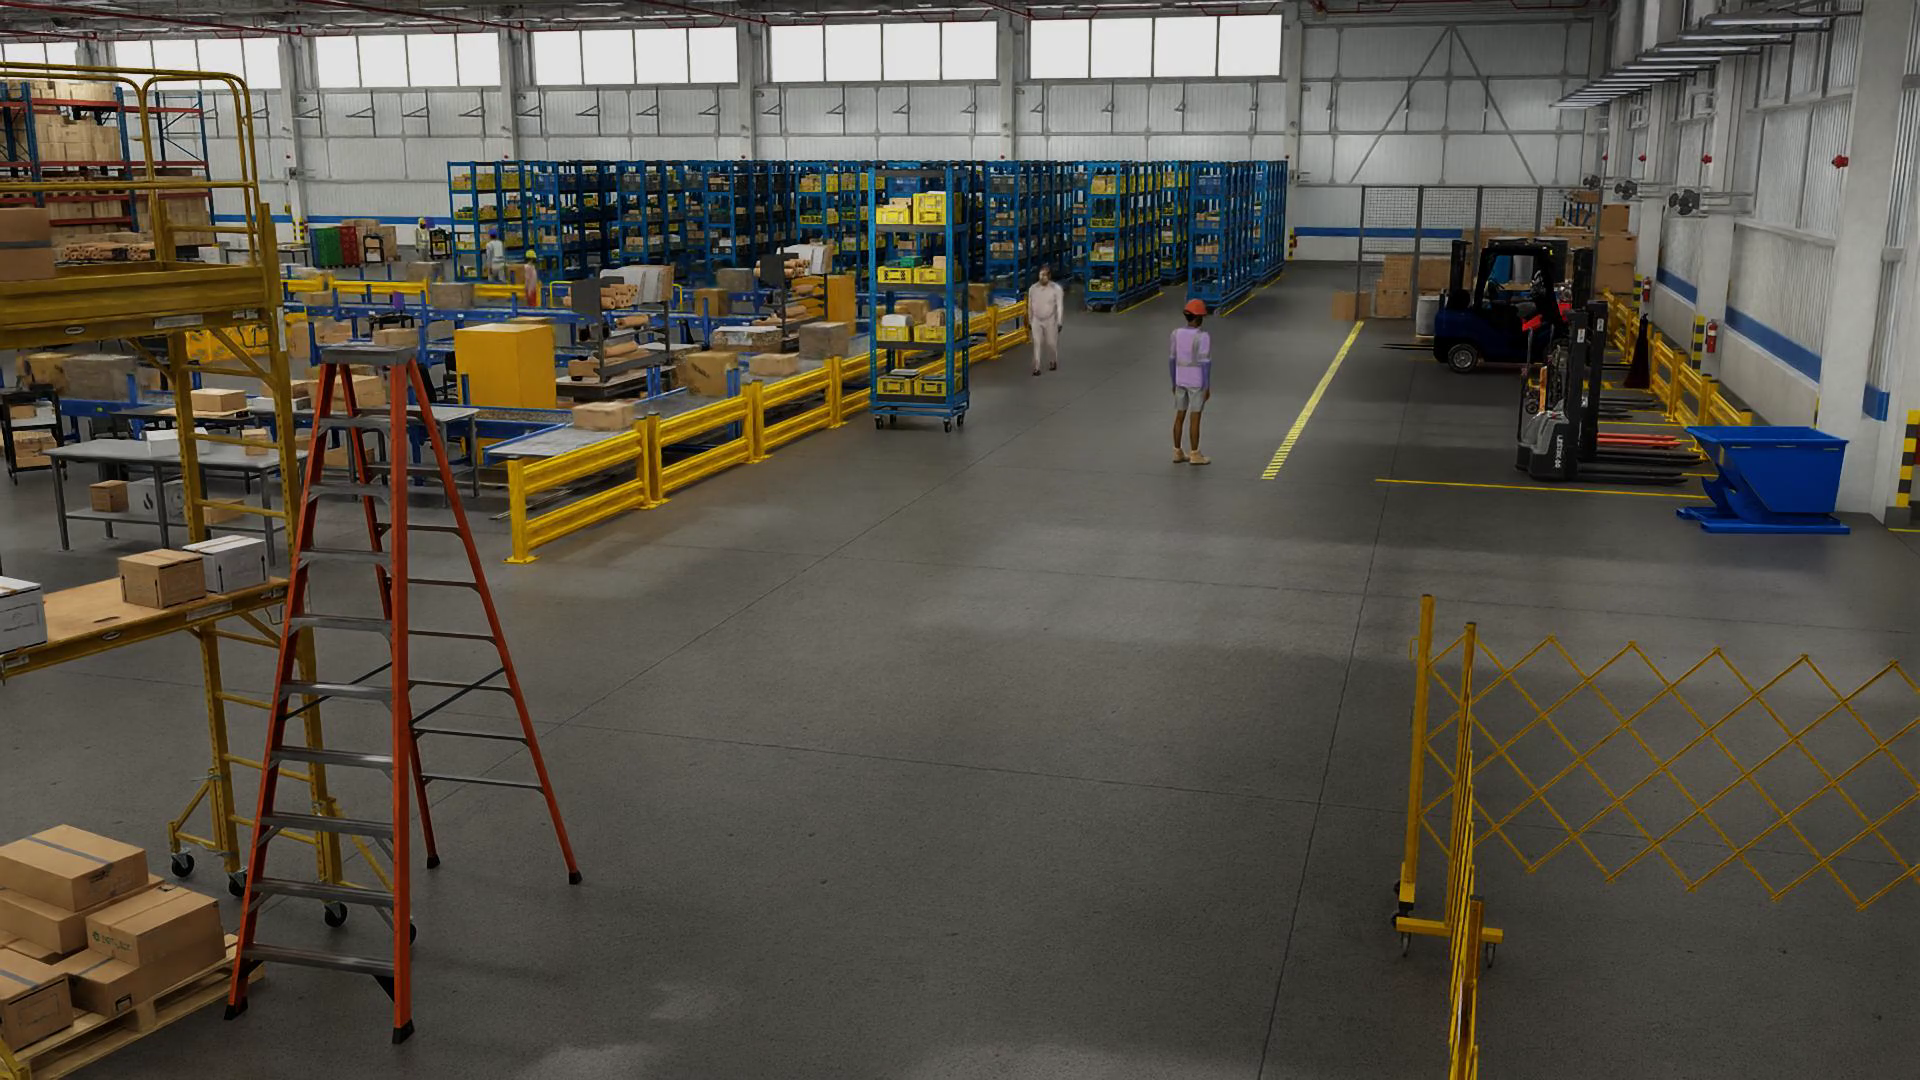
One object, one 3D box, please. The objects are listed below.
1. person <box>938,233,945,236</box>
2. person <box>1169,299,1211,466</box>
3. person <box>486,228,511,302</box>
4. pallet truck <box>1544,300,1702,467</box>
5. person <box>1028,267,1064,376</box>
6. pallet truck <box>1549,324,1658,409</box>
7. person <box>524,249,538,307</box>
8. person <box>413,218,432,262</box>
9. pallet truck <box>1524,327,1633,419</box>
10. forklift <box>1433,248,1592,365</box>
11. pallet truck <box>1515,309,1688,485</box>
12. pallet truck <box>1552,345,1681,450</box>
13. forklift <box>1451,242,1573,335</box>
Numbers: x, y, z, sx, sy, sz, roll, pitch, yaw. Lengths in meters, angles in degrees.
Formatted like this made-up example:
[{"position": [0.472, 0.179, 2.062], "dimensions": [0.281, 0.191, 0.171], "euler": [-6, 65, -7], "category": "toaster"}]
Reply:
[{"position": [-0.528, -8.698, 50.100], "dimensions": [0.381, 1.844, 0.566], "euler": [2, 13, 8], "category": "person"}, {"position": [2.852, -1.942, 20.488], "dimensions": [0.396, 2.044, 0.609], "euler": [-11, 17, -40], "category": "person"}, {"position": [-12.025, -7.146, 43.253], "dimensions": [0.883, 1.924, 0.614], "euler": [10, 17, 38], "category": "person"}, {"position": [8.263, -1.952, 20.631], "dimensions": [1.885, 1.965, 0.823], "euler": [5, 14, 20], "category": "pallet truck"}, {"position": [1.506, -3.844, 29.095], "dimensions": [0.653, 1.874, 0.927], "euler": [3, 13, 15], "category": "person"}, {"position": [9.824, -2.669, 25.407], "dimensions": [1.601, 1.201, 0.680], "euler": [4, 14, 16], "category": "pallet truck"}, {"position": [-9.319, -5.445, 36.231], "dimensions": [0.330, 1.765, 0.533], "euler": [0, 13, -1], "category": "person"}, {"position": [-16.941, -9.249, 52.508], "dimensions": [0.404, 1.835, 0.586], "euler": [9, 16, 33], "category": "person"}, {"position": [9.065, -2.460, 24.370], "dimensions": [1.522, 1.261, 0.704], "euler": [3, 13, 14], "category": "pallet truck"}, {"position": [9.780, -4.111, 29.280], "dimensions": [2.680, 1.987, 1.157], "euler": [3, 13, 14], "category": "forklift"}, {"position": [7.554, -1.677, 19.446], "dimensions": [1.885, 1.965, 0.823], "euler": [3, 13, 14], "category": "pallet truck"}, {"position": [8.641, -1.896, 21.908], "dimensions": [1.630, 1.274, 0.653], "euler": [4, 14, 16], "category": "pallet truck"}, {"position": [10.464, -4.597, 31.405], "dimensions": [2.680, 1.987, 1.157], "euler": [4, 14, 16], "category": "forklift"}]
